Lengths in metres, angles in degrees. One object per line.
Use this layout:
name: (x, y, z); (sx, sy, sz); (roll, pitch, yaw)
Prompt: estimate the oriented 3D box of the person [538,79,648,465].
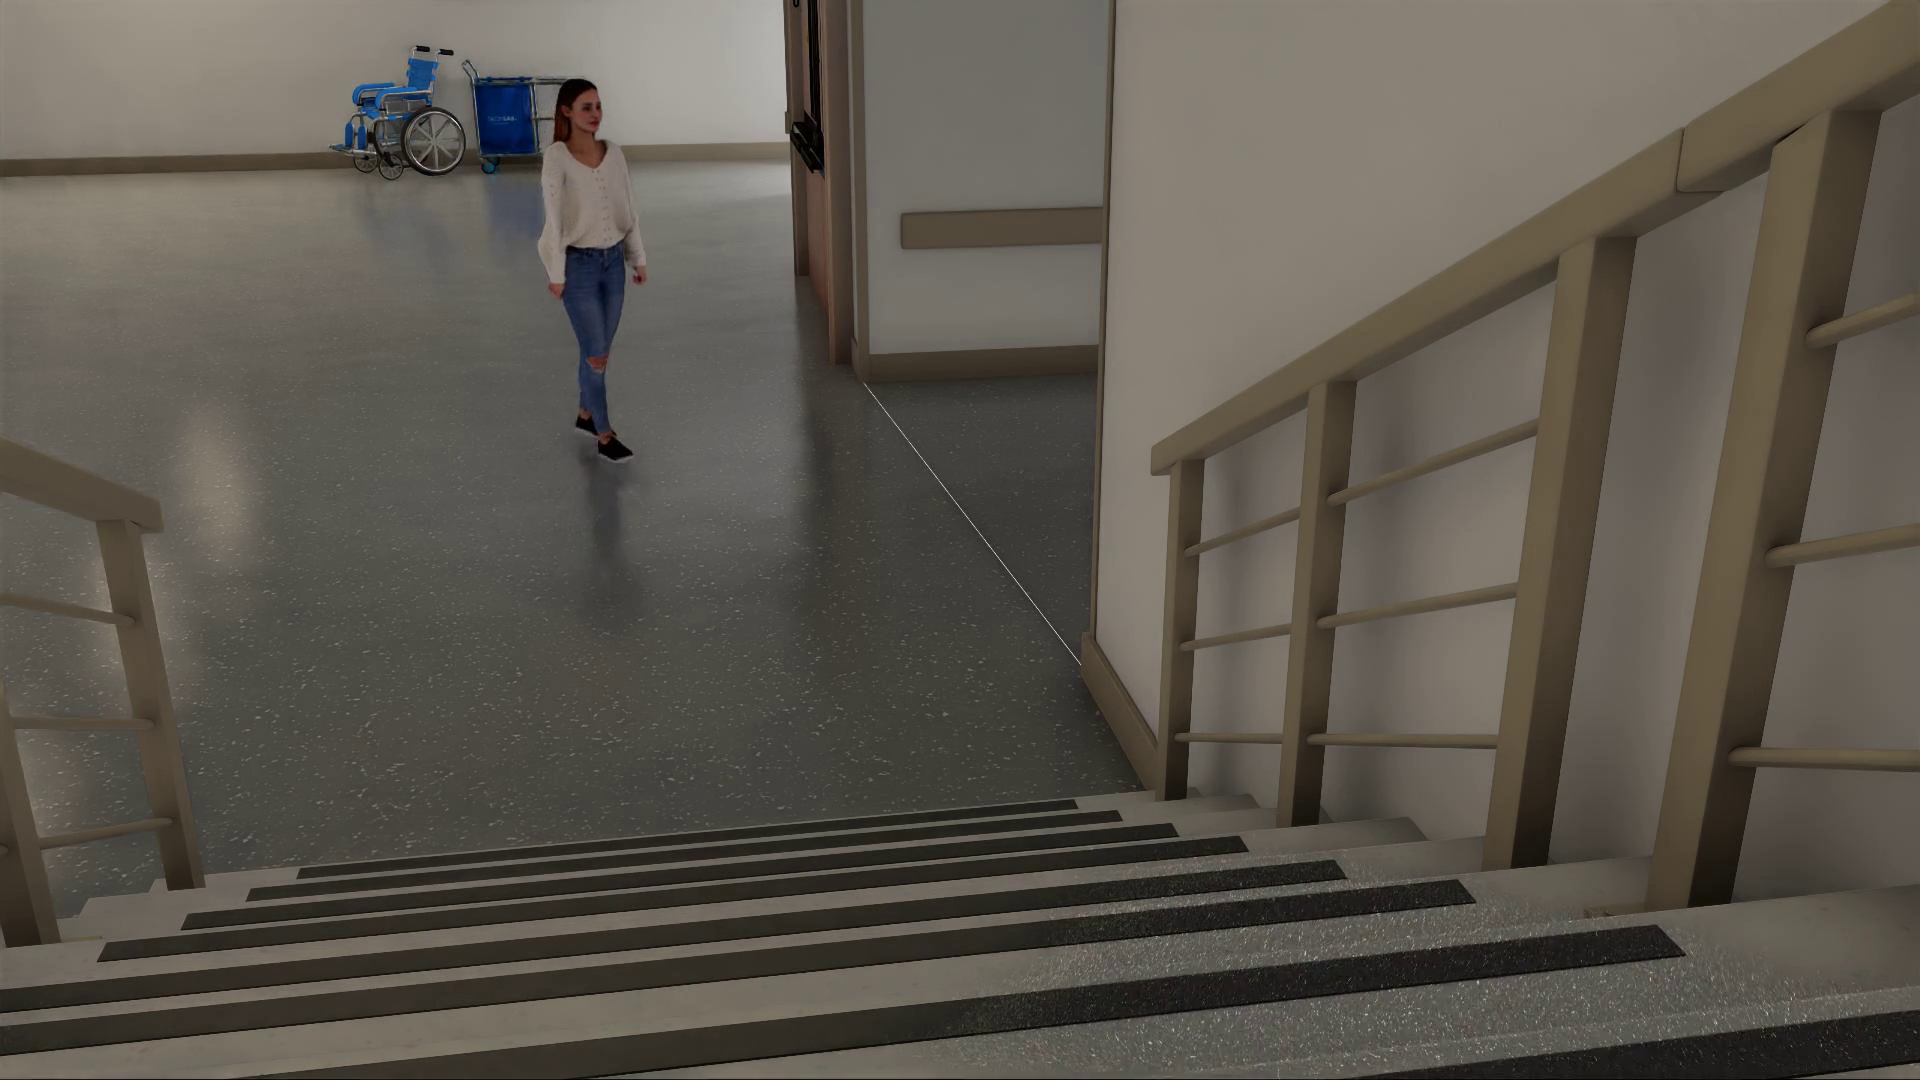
person: (-1.707, -1.233, 7.580); (0.945, 1.687, 0.866); (18, 27, 39)
